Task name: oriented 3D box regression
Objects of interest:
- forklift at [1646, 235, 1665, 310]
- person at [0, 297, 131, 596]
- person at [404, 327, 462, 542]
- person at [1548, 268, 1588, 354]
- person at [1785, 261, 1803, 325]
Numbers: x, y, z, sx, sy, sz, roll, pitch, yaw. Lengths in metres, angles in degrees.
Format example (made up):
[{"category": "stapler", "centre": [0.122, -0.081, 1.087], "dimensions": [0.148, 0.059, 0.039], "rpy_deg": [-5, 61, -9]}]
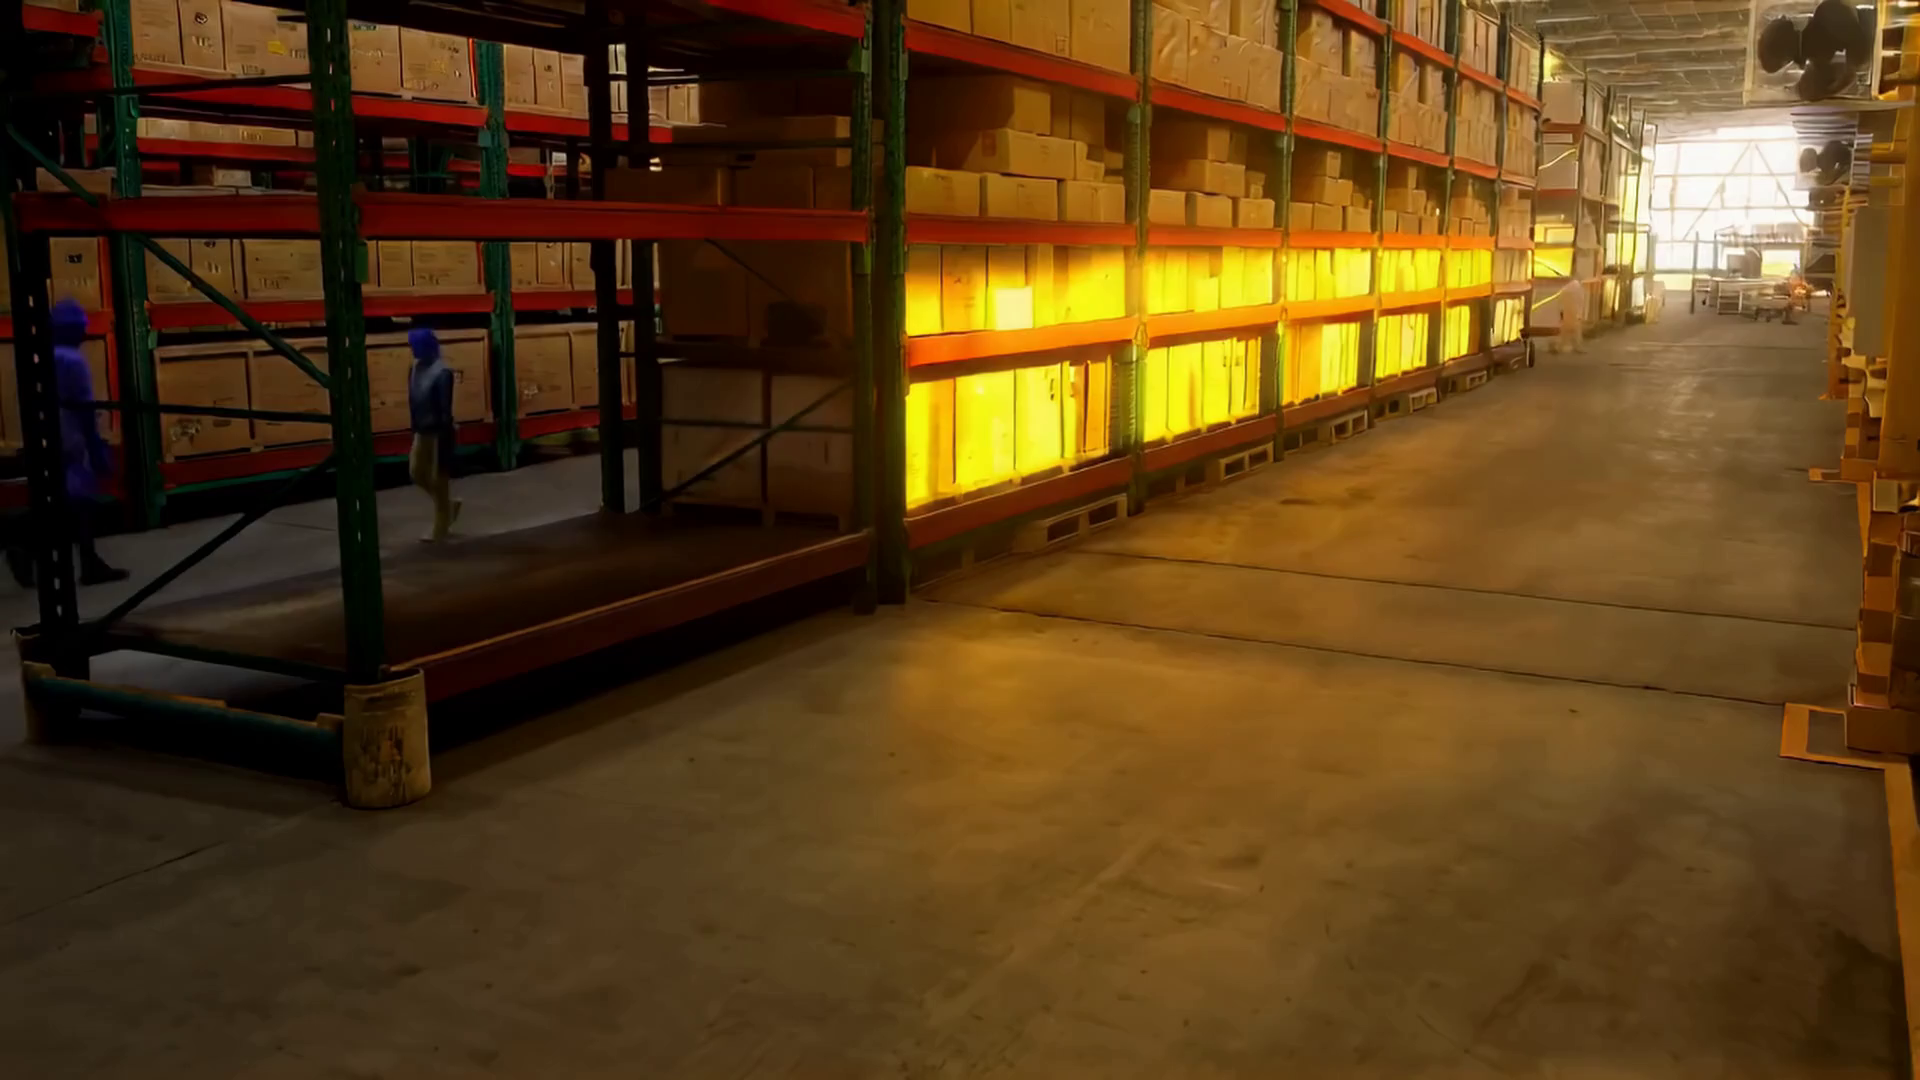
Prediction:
[{"category": "forklift", "centre": [25.598, -10.044, 62.493], "dimensions": [1.873, 2.768, 1.129], "rpy_deg": [-7, 12, -37]}, {"category": "person", "centre": [-5.816, -0.591, 10.636], "dimensions": [0.577, 1.905, 0.835], "rpy_deg": [8, 13, 39]}, {"category": "person", "centre": [-3.978, -0.804, 12.632], "dimensions": [0.507, 1.623, 0.423], "rpy_deg": [6, 12, 33]}, {"category": "person", "centre": [13.147, -4.934, 35.851], "dimensions": [0.917, 1.872, 0.642], "rpy_deg": [0, 10, -3]}, {"category": "person", "centre": [25.397, -7.524, 50.631], "dimensions": [0.547, 1.938, 0.377], "rpy_deg": [-9, 13, -41]}]
